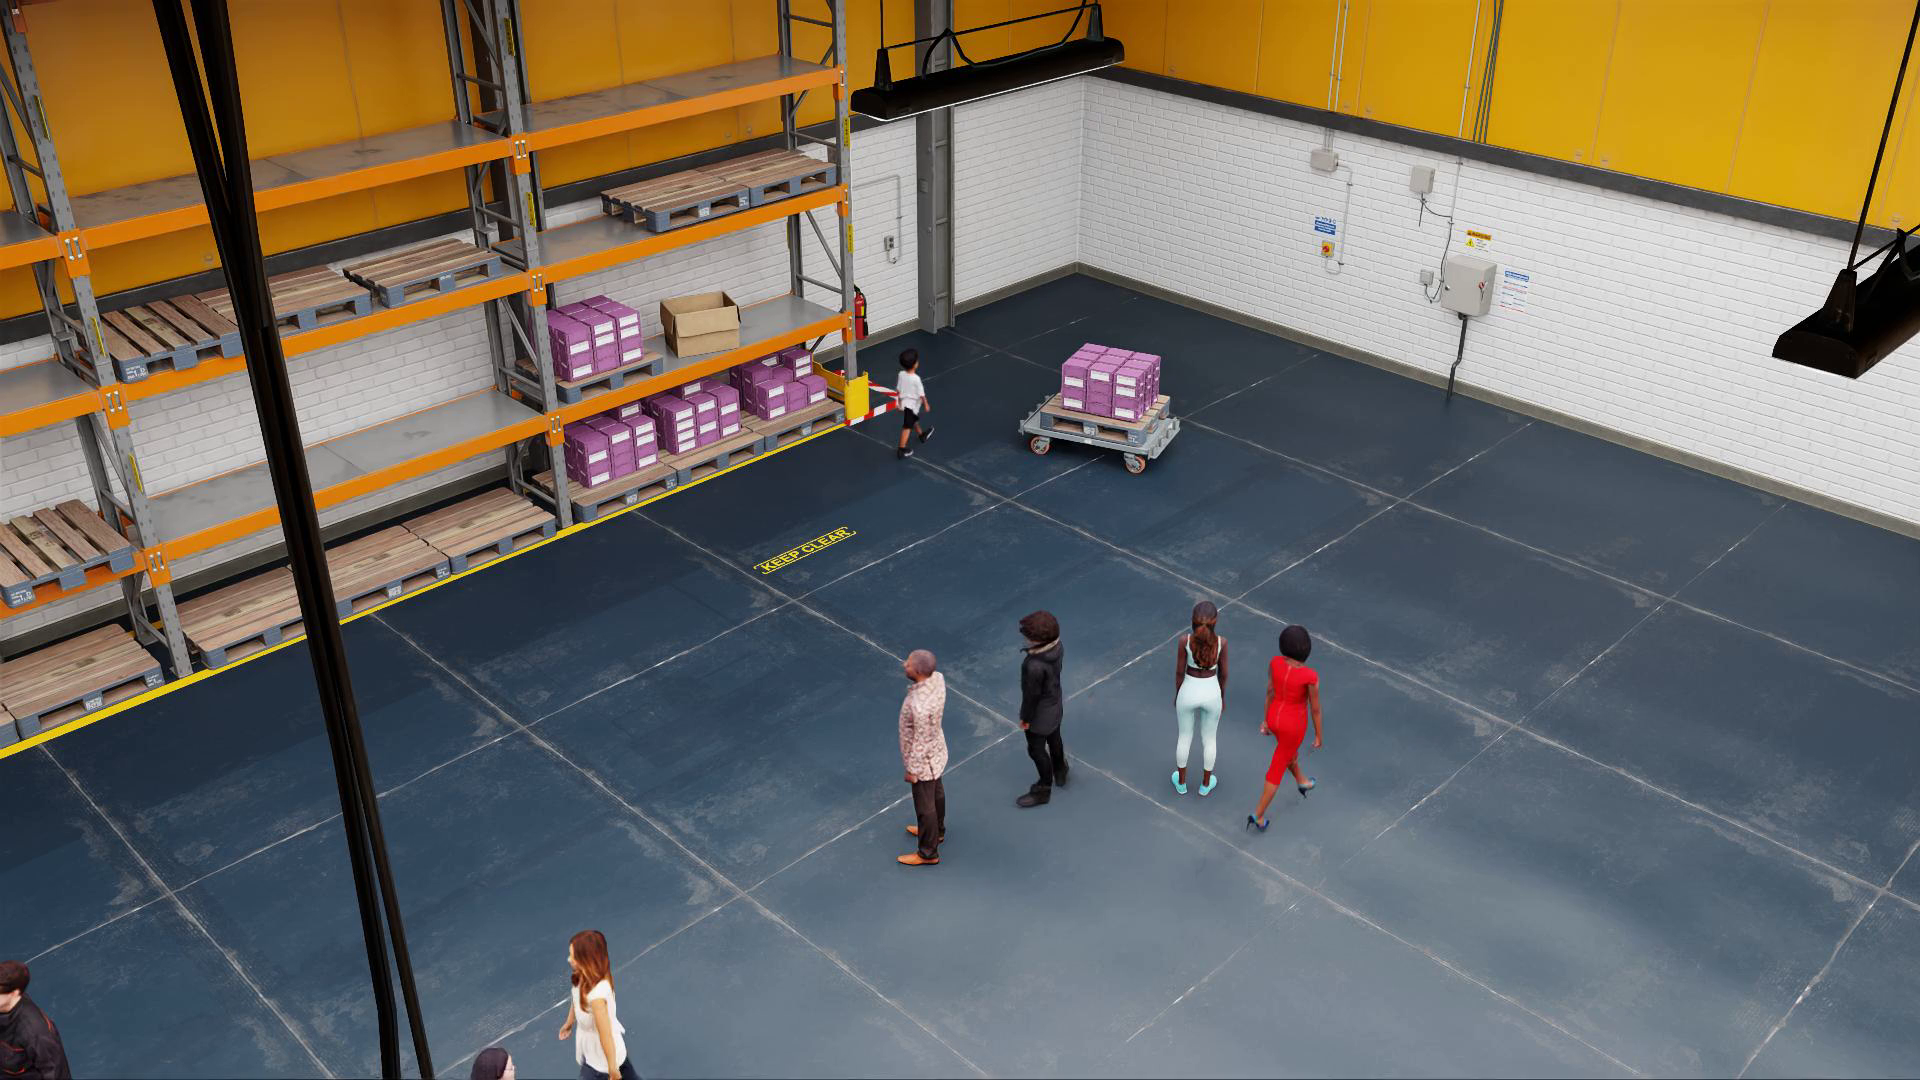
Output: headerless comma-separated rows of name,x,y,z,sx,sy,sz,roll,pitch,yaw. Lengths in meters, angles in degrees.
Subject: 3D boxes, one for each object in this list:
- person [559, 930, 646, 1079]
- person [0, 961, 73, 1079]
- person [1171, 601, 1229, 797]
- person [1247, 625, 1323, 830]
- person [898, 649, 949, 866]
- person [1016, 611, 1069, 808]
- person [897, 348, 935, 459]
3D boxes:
person,-2.013,2.979,9.818,1.153,1.738,0.954,-6,29,-12
person,-5.221,3.120,9.457,0.747,1.837,0.621,19,34,31
person,1.874,1.237,13.025,0.653,1.725,0.700,3,29,5
person,2.413,1.487,12.593,1.054,1.699,0.631,-22,36,-35
person,-0.250,1.584,12.301,0.833,1.808,0.725,6,29,11
person,0.681,1.273,12.928,0.972,1.754,0.673,19,34,31
person,-0.589,-1.497,18.559,0.848,1.224,0.491,-25,37,-38
